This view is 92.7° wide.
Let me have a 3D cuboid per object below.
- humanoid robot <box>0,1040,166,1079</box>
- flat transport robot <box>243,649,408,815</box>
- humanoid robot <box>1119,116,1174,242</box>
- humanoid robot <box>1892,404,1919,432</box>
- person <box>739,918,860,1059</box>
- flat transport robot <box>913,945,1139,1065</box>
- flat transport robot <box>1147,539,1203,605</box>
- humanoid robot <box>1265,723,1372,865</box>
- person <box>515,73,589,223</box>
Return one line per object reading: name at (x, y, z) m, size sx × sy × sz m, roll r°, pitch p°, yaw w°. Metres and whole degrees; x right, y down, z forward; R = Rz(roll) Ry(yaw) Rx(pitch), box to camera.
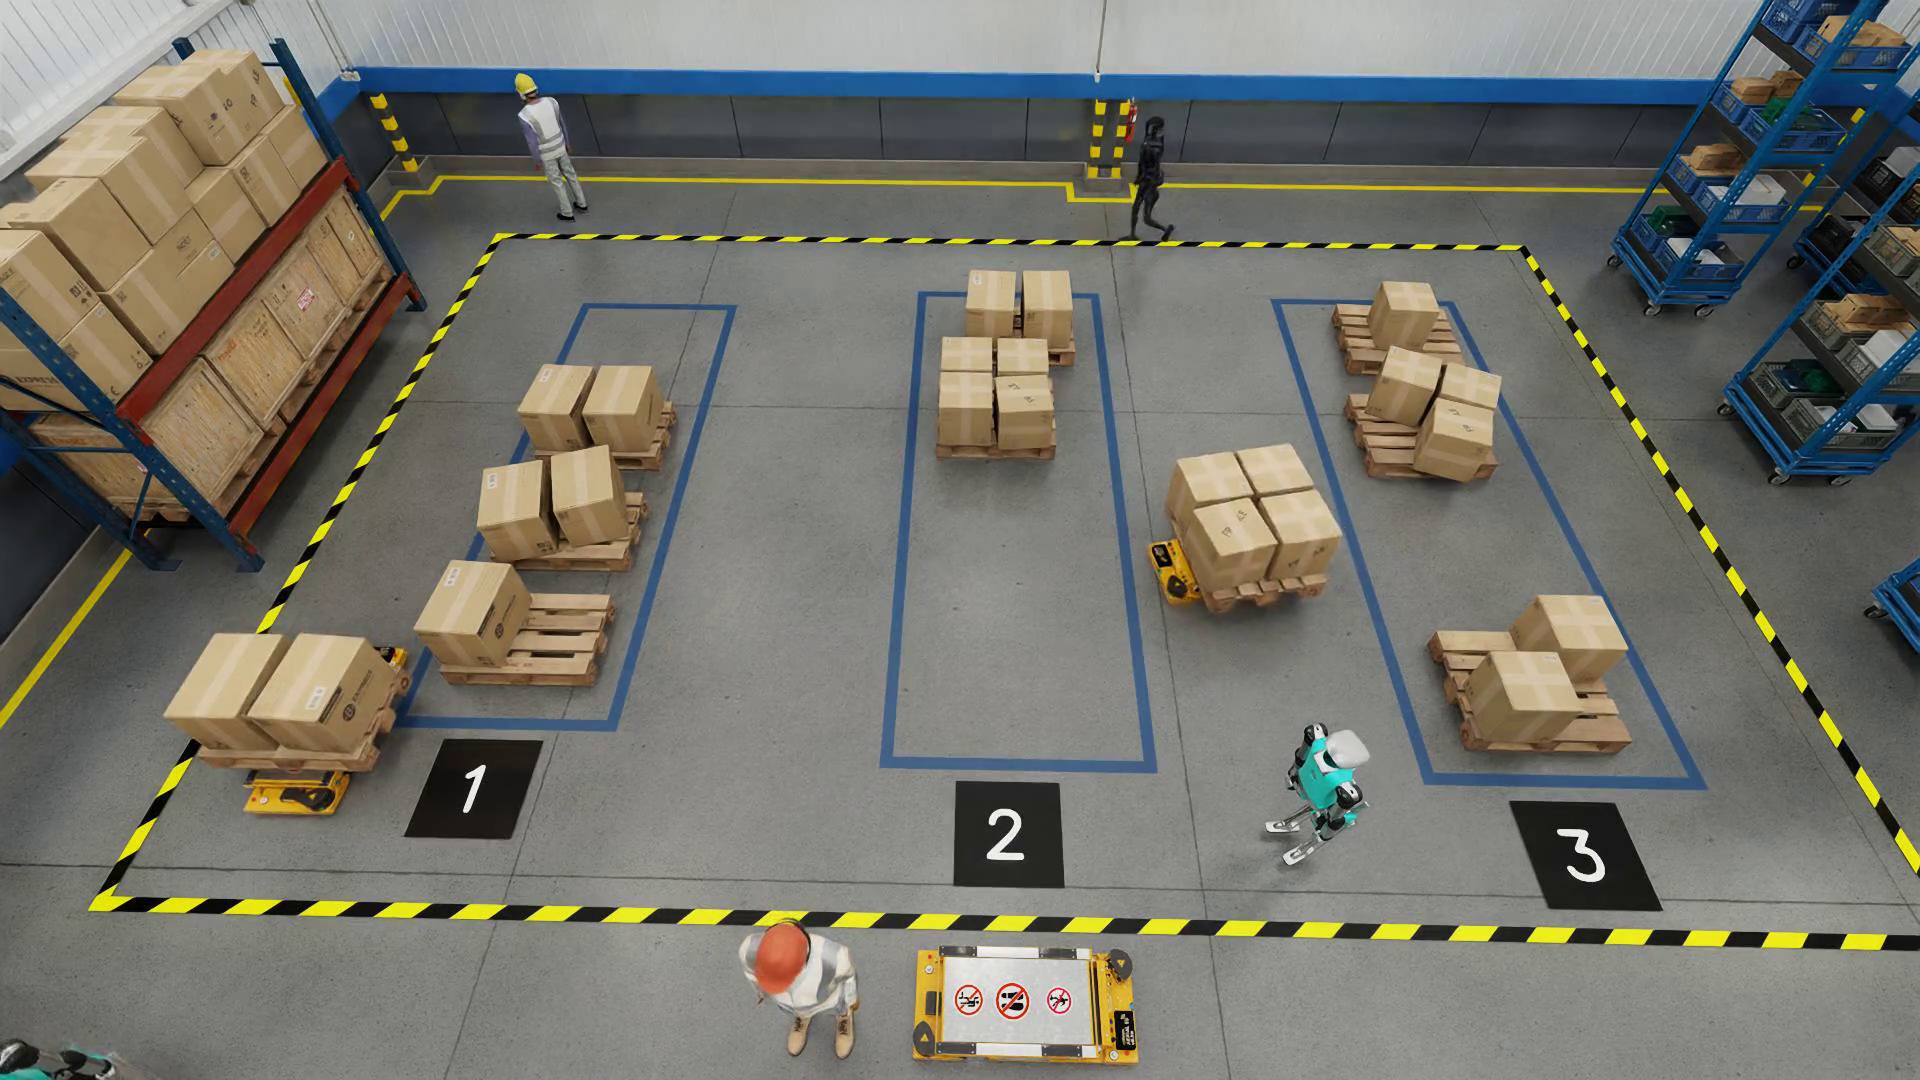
humanoid robot at (-5.086, 2.997, 5.085) m, size 0.785 × 1.745 × 0.530 m, roll 31°, pitch 57°, yaw 23°
flat transport robot at (-5.030, 1.457, 7.280) m, size 0.652 × 0.197 × 1.431 m, roll 1°, pitch 51°, yaw 1°
humanoid robot at (2.369, -4.362, 11.141) m, size 0.642 × 1.630 × 0.590 m, roll -8°, pitch 51°, yaw -6°
humanoid robot at (9.672, -1.632, 8.904) m, size 0.601 × 1.643 × 0.384 m, roll 27°, pitch 56°, yaw 20°
person at (-0.881, 2.592, 5.230) m, size 0.615 × 2.039 × 0.379 m, roll 4°, pitch 51°, yaw 3°
flat transport robot at (0.422, 3.041, 6.007) m, size 1.431 × 0.231 × 0.659 m, roll 1°, pitch 51°, yaw 1°
flat transport robot at (2.495, 0.169, 8.330) m, size 1.431 × 0.197 × 0.652 m, roll -8°, pitch 51°, yaw -7°
humanoid robot at (2.506, 1.681, 6.079) m, size 0.735 × 1.681 × 0.533 m, roll -11°, pitch 52°, yaw -9°
person at (-5.127, -4.876, 11.453) m, size 0.404 × 1.827 × 0.598 m, roll 24°, pitch 55°, yaw 18°
